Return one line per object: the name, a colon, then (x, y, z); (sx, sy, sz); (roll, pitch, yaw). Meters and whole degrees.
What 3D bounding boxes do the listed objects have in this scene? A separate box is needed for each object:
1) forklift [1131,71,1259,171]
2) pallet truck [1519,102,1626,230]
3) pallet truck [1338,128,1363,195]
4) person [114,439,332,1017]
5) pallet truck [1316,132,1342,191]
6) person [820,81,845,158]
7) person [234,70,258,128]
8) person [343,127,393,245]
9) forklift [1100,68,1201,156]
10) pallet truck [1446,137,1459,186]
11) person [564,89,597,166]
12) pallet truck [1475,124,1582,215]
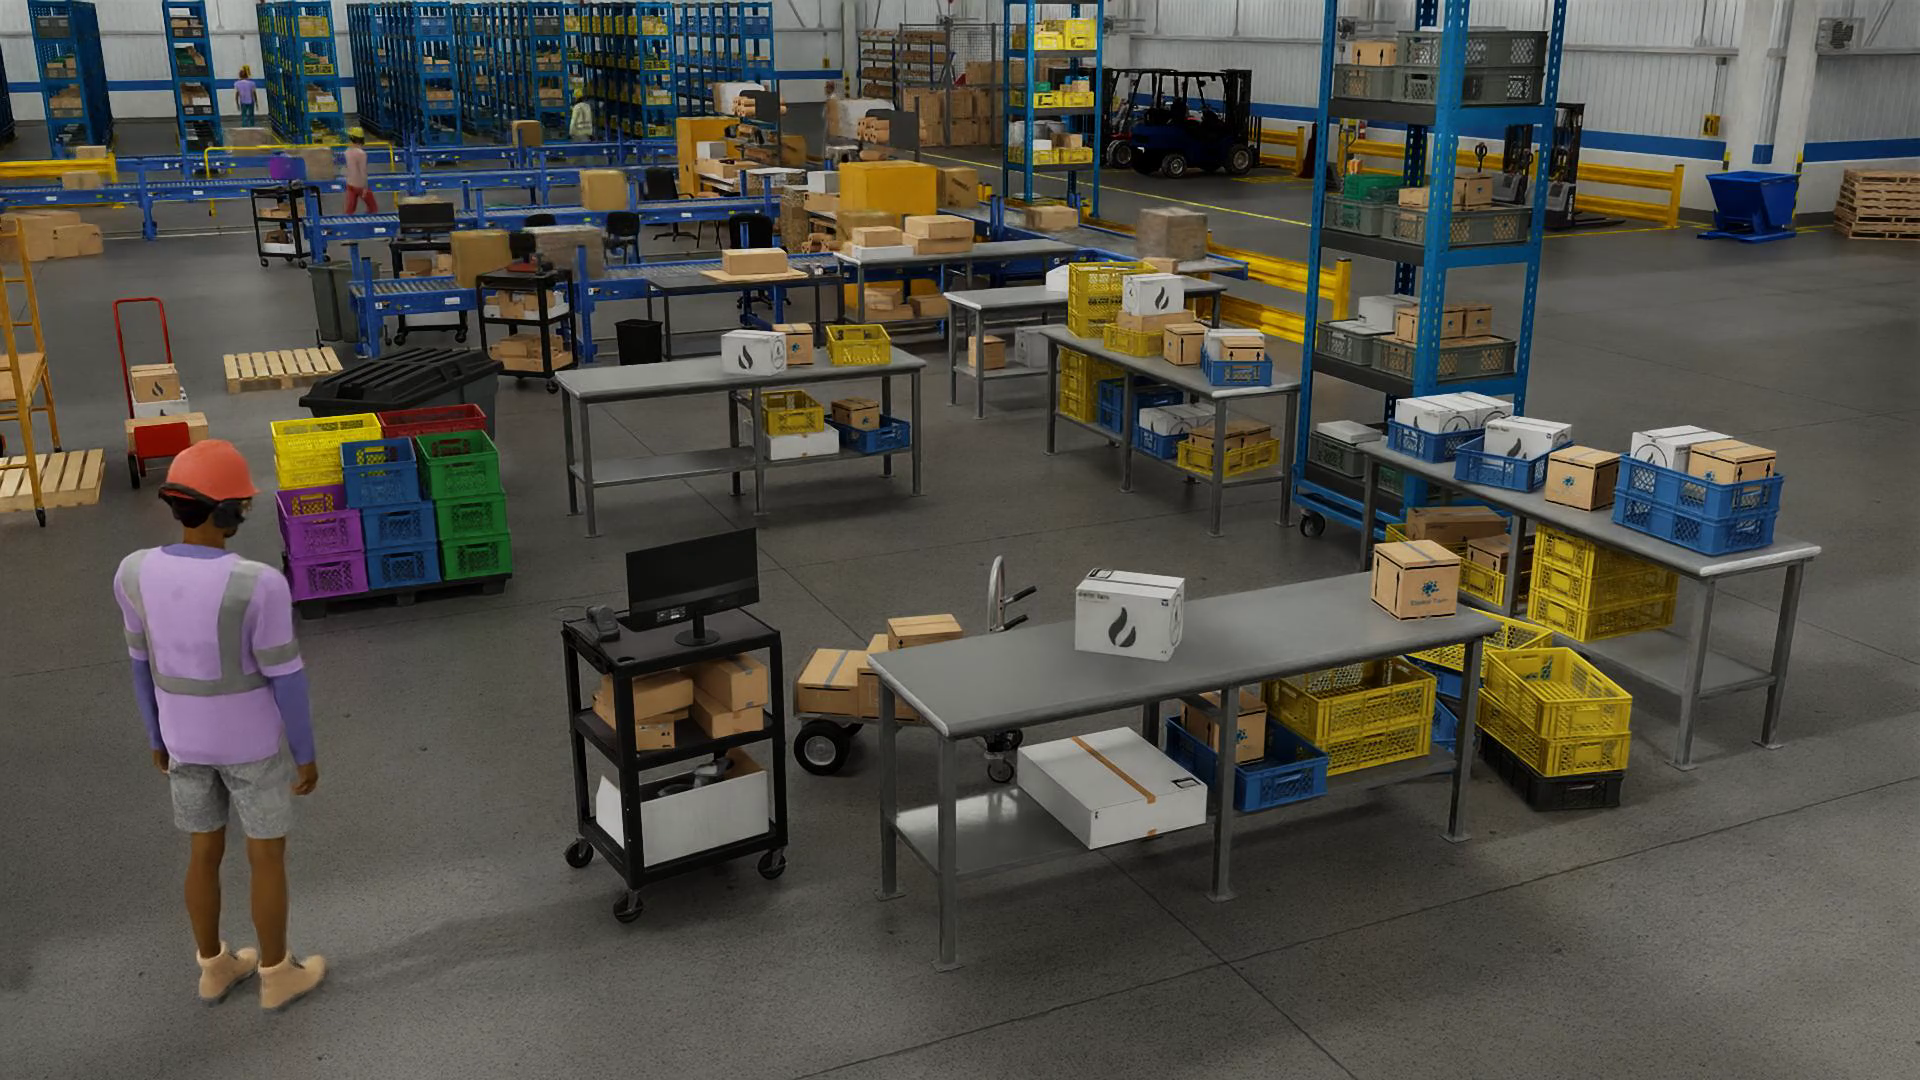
forklift: (4.998, -8.936, 35.413); (2.680, 1.987, 1.157); (-9, 20, -25)
pallet truck: (9.972, -6.037, 26.785); (1.885, 1.965, 0.823); (-9, 20, -25)
pallet truck: (7.845, -7.140, 31.411); (1.522, 1.261, 0.704); (-9, 20, -25)
person: (-2.473, 0.654, 5.658); (0.615, 2.032, 0.416); (3, 18, 10)
pallet truck: (7.723, -7.504, 32.656); (1.601, 1.201, 0.680); (-8, 19, -23)
person: (-2.889, -9.532, 38.007); (0.936, 1.870, 0.651); (-1, 18, -2)
person: (-19.930, -12.200, 46.476); (0.572, 1.823, 0.518); (-9, 20, -27)
person: (-8.940, -5.295, 24.897); (0.541, 1.724, 0.913); (11, 21, 31)
forklift: (4.082, -9.564, 37.410); (2.680, 1.987, 1.157); (-8, 19, -23)
pallet truck: (9.184, -6.485, 29.328); (1.630, 1.274, 0.653); (-8, 19, -23)
person: (-8.173, -8.733, 35.611); (0.918, 1.780, 0.604); (4, 18, 13)
pallet truck: (9.707, -6.455, 28.103); (1.885, 1.965, 0.823); (-7, 19, -20)
